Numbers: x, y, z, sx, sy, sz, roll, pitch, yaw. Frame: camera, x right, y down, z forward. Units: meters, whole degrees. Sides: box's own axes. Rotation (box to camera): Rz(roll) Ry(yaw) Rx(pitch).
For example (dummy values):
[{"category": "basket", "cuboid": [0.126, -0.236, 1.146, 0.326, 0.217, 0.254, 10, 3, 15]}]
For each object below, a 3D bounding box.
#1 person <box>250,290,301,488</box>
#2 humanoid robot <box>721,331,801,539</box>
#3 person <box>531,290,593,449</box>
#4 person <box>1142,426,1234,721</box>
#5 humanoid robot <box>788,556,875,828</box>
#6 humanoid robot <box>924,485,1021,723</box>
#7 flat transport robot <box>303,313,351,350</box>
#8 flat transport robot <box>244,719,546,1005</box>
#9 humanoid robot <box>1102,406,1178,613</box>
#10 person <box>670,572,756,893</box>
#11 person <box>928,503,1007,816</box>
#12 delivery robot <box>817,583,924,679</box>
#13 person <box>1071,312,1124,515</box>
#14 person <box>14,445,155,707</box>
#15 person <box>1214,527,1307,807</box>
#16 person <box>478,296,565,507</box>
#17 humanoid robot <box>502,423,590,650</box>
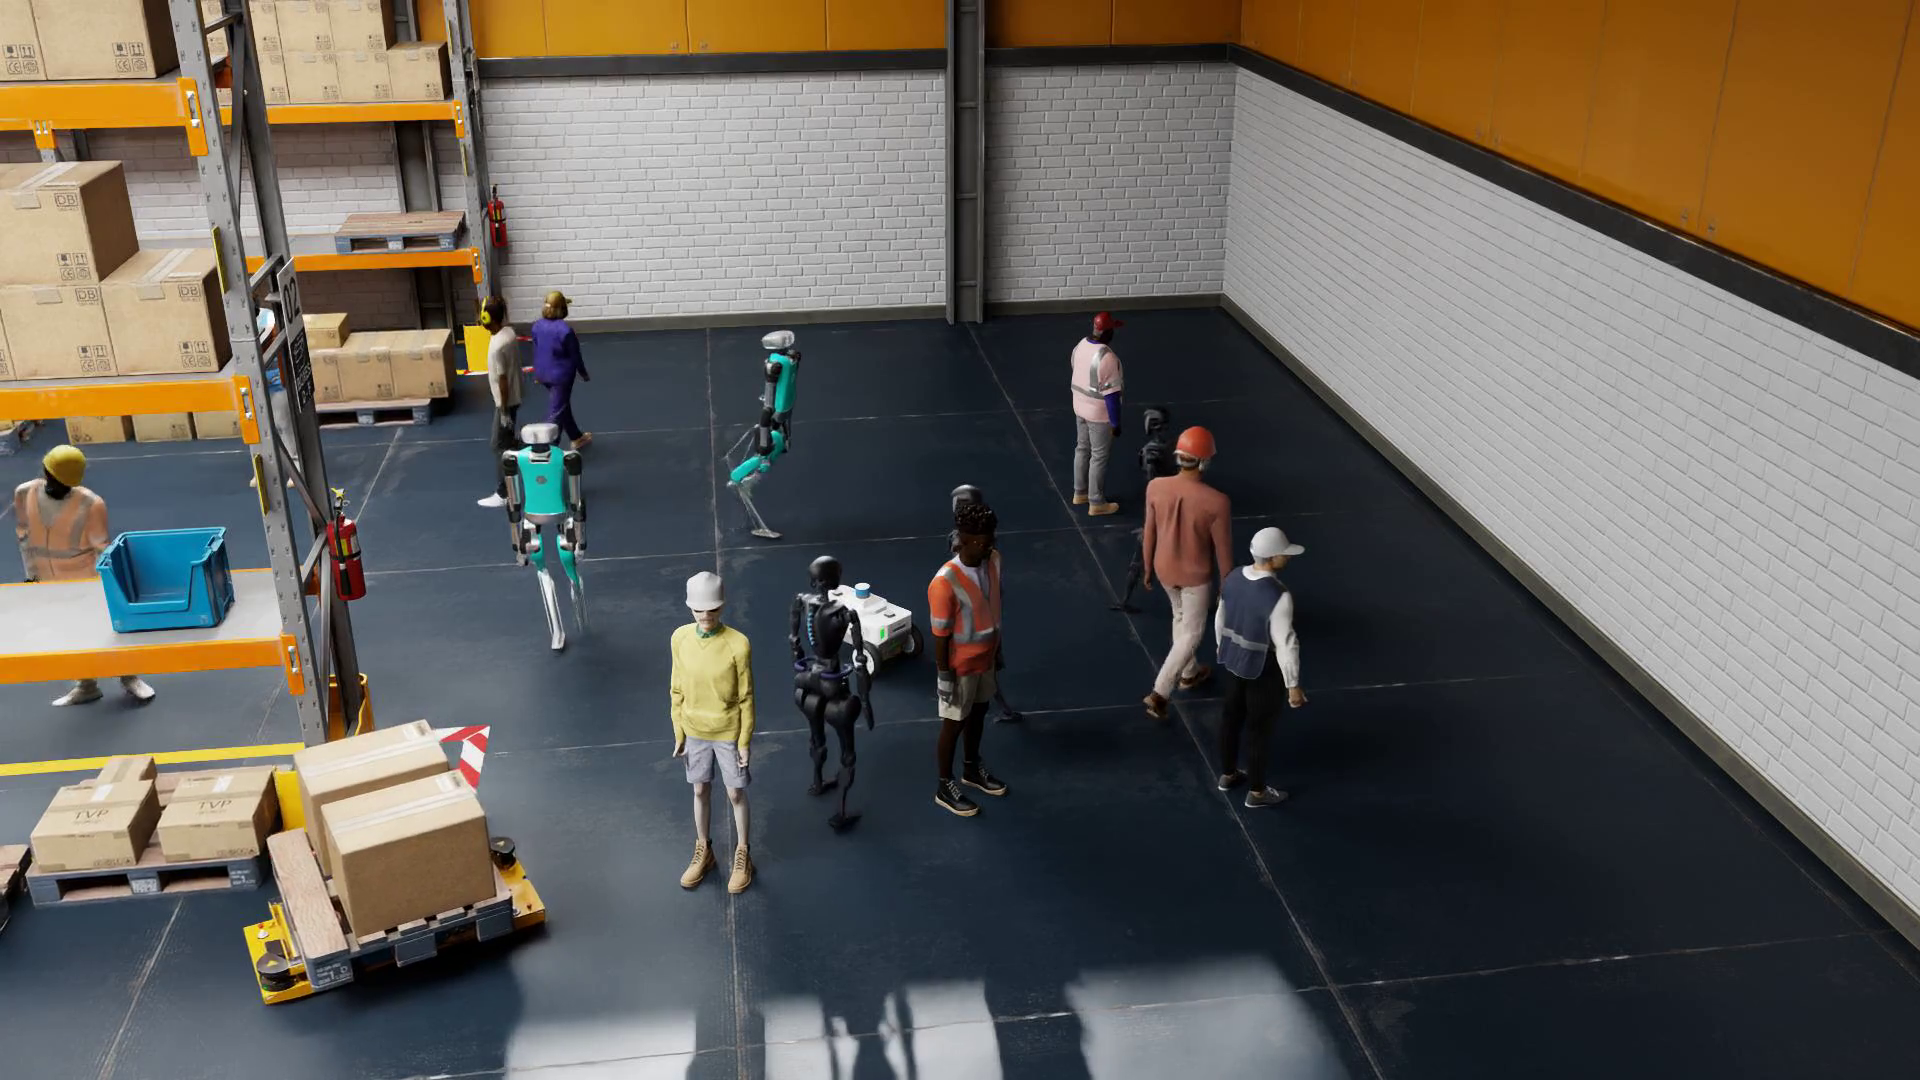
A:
[{"category": "person", "cuboid": [-6.097, -1.340, 14.508, 0.627, 1.836, 0.429, 0, 24, 0]}, {"category": "humanoid robot", "cuboid": [-1.679, -0.783, 13.485, 0.808, 1.888, 0.571, 6, 25, 14]}, {"category": "person", "cuboid": [-3.590, -1.502, 15.160, 0.442, 1.588, 0.766, 16, 29, 33]}, {"category": "person", "cuboid": [1.458, 0.213, 10.819, 0.630, 1.958, 0.916, 17, 29, 34]}, {"category": "humanoid robot", "cuboid": [-0.760, 0.869, 9.691, 0.605, 1.650, 0.457, 15, 28, 31]}, {"category": "humanoid robot", "cuboid": [0.072, 0.420, 10.741, 0.692, 1.644, 0.586, 7, 25, 16]}, {"category": "flat transport robot", "cuboid": [-6.647, -1.487, 16.784, 1.431, 0.231, 0.659, -3, 24, -7]}, {"category": "flat transport robot", "cuboid": [-3.003, 2.000, 8.839, 1.431, 0.231, 0.659, -13, 27, -27]}, {"category": "humanoid robot", "cuboid": [1.468, -0.194, 12.160, 0.798, 1.632, 0.616, 8, 25, 17]}, {"category": "person", "cuboid": [-1.335, 1.031, 9.030, 0.473, 1.895, 0.385, 5, 24, 12]}, {"category": "person", "cuboid": [0.058, 0.687, 9.737, 0.375, 1.958, 0.604, 16, 28, 32]}, {"category": "delivery robot", "cuboid": [-0.661, 0.608, 11.680, 0.811, 0.613, 0.499, 20, 30, 37]}, {"category": "person", "cuboid": [1.170, -1.072, 14.010, 0.418, 1.747, 0.598, -13, 27, -27]}, {"category": "person", "cuboid": [-5.780, 0.249, 10.846, 0.687, 1.875, 0.358, 3, 24, 7]}, {"category": "person", "cuboid": [1.748, 0.745, 9.846, 0.444, 1.756, 0.753, -14, 27, -28]}, {"category": "person", "cuboid": [-3.791, -1.170, 14.109, 0.668, 1.843, 0.536, -1, 24, -2]}, {"category": "humanoid robot", "cuboid": [-2.854, -0.002, 11.714, 0.544, 1.897, 0.761, -2, 24, -6]}]
